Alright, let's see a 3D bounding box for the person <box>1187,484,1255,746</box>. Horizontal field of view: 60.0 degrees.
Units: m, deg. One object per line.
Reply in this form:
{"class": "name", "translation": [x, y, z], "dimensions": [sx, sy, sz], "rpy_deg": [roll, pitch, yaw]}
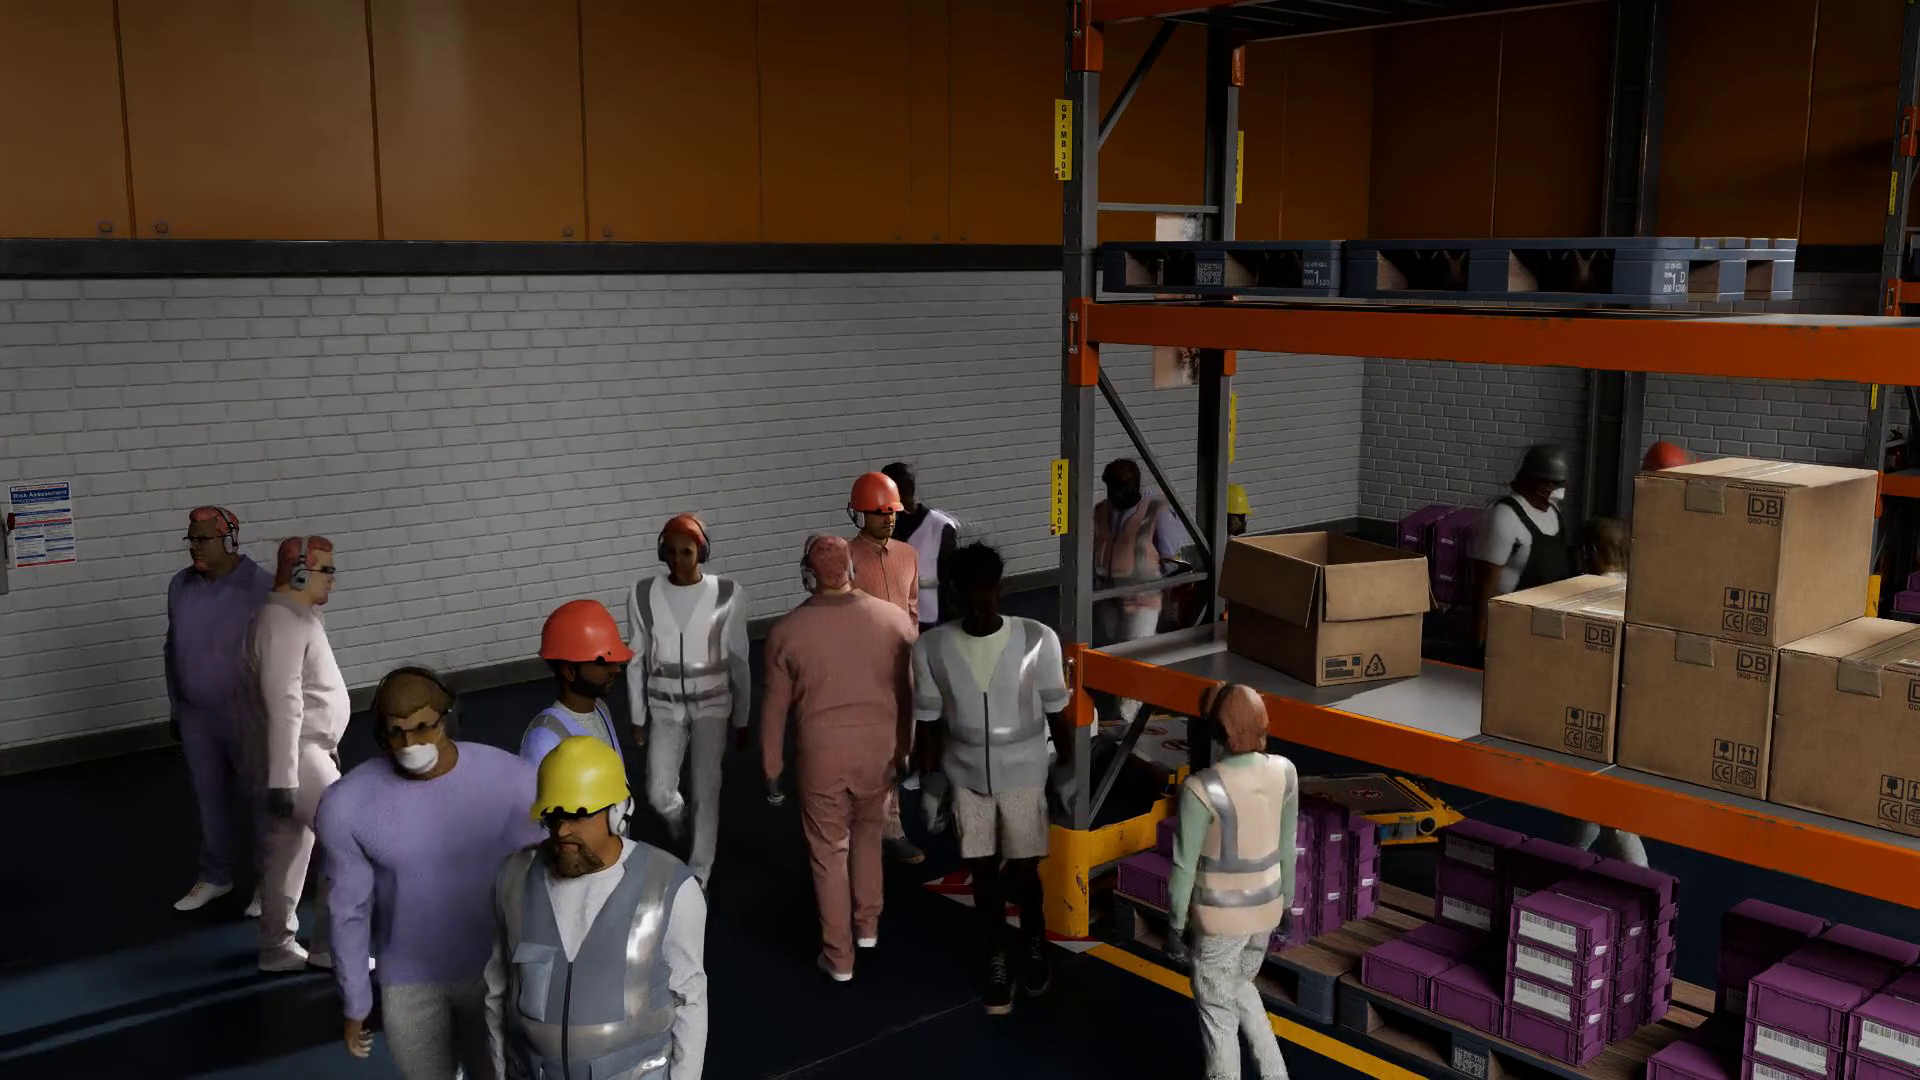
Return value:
{"class": "person", "translation": [1.479, 0.561, 9.401], "dimensions": [0.325, 1.765, 0.533], "rpy_deg": [-2, 10, -10]}

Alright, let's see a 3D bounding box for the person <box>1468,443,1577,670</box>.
{"class": "person", "translation": [3.184, 0.357, 9.789], "dimensions": [0.945, 2.000, 0.698], "rpy_deg": [9, 13, 42]}

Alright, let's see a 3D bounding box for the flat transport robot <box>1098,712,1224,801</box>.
{"class": "flat transport robot", "translation": [1.230, 1.261, 9.671], "dimensions": [0.652, 0.197, 1.431], "rpy_deg": [-4, 10, -21]}

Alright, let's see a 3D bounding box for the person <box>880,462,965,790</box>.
{"class": "person", "translation": [-0.243, 0.487, 9.465], "dimensions": [0.638, 1.883, 0.469], "rpy_deg": [8, 13, 41]}

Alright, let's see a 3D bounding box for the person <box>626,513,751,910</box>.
{"class": "person", "translation": [-1.254, 0.789, 7.762], "dimensions": [0.587, 1.866, 0.580], "rpy_deg": [0, 10, 2]}

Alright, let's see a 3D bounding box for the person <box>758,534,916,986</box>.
{"class": "person", "translation": [-0.531, 0.901, 7.050], "dimensions": [0.672, 1.882, 0.606], "rpy_deg": [-3, 10, -17]}

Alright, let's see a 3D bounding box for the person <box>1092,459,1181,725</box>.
{"class": "person", "translation": [0.948, 0.417, 10.130], "dimensions": [0.641, 1.805, 0.876], "rpy_deg": [9, 13, 41]}

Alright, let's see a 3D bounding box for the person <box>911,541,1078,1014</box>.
{"class": "person", "translation": [0.129, 0.953, 6.597], "dimensions": [0.656, 1.935, 0.477], "rpy_deg": [2, 10, 9]}

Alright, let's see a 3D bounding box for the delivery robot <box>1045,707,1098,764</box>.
{"class": "delivery robot", "translation": [0.472, 1.101, 9.503], "dimensions": [0.477, 0.478, 0.707], "rpy_deg": [8, 13, 40]}

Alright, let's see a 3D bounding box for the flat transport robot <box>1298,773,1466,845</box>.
{"class": "flat transport robot", "translation": [1.912, 1.427, 8.696], "dimensions": [1.431, 0.197, 0.652], "rpy_deg": [-2, 10, -9]}

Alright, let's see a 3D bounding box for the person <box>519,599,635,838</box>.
{"class": "person", "translation": [-1.219, 1.147, 5.467], "dimensions": [0.355, 1.939, 0.543], "rpy_deg": [1, 10, 4]}

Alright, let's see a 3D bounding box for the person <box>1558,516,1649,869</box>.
{"class": "person", "translation": [2.890, 0.837, 7.497], "dimensions": [0.686, 1.872, 1.061], "rpy_deg": [-4, 10, -22]}

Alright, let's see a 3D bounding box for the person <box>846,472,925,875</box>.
{"class": "person", "translation": [-0.418, 0.654, 8.185], "dimensions": [0.612, 1.995, 0.382], "rpy_deg": [-9, 13, -44]}

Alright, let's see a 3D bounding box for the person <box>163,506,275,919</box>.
{"class": "person", "translation": [-3.385, 0.788, 7.656], "dimensions": [0.638, 1.909, 0.407], "rpy_deg": [2, 10, 14]}

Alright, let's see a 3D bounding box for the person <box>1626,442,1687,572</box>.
{"class": "person", "translation": [4.269, 0.372, 10.052], "dimensions": [0.557, 1.922, 0.567], "rpy_deg": [-4, 10, -20]}

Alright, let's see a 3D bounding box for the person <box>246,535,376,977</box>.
{"class": "person", "translation": [-2.708, 0.913, 6.999], "dimensions": [0.652, 1.876, 0.657], "rpy_deg": [-4, 11, -24]}

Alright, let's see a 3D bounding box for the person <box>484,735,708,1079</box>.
{"class": "person", "translation": [-0.952, 1.394, 4.325], "dimensions": [0.590, 1.833, 0.403], "rpy_deg": [1, 10, 6]}

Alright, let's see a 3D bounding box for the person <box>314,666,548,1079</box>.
{"class": "person", "translation": [-1.494, 1.267, 4.828], "dimensions": [0.646, 1.910, 0.457], "rpy_deg": [-2, 10, -12]}

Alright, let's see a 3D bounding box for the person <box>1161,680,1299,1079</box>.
{"class": "person", "translation": [0.911, 1.276, 5.637], "dimensions": [0.516, 1.626, 0.362], "rpy_deg": [-7, 12, -36]}
